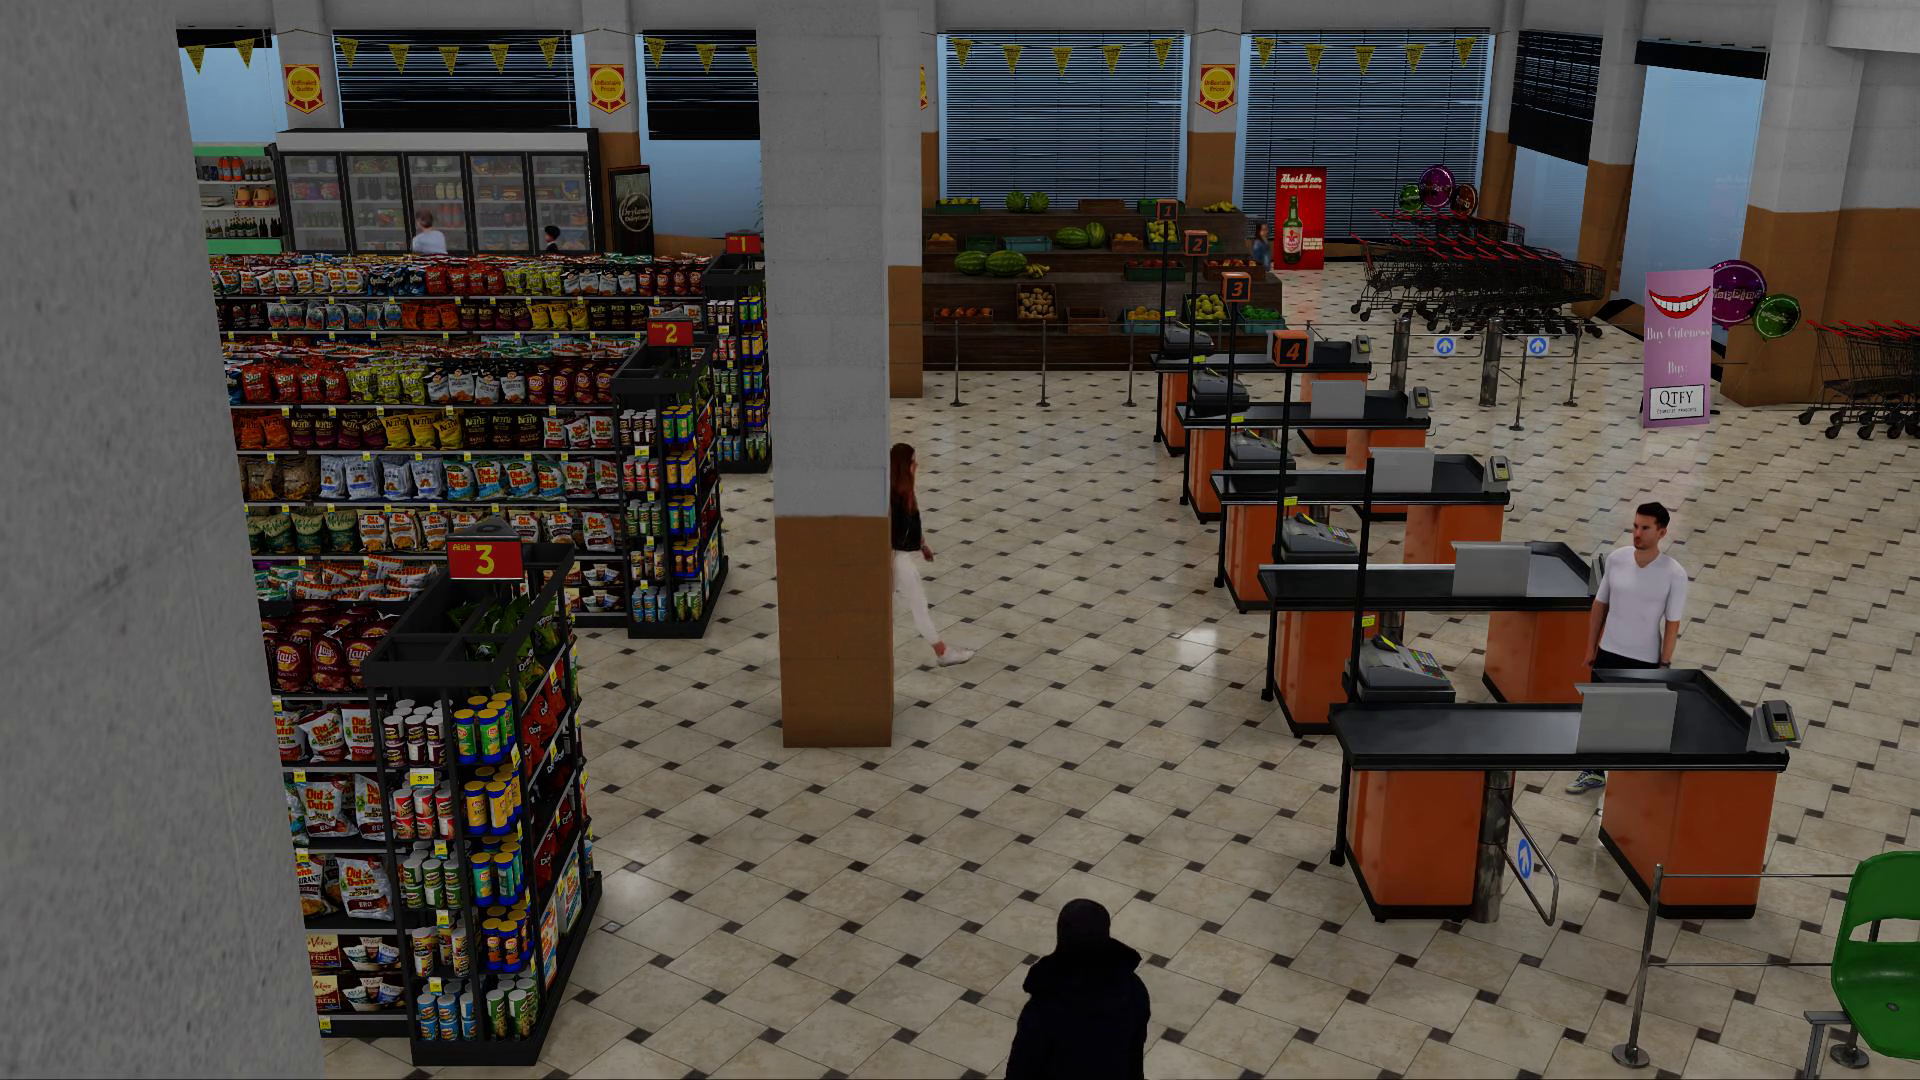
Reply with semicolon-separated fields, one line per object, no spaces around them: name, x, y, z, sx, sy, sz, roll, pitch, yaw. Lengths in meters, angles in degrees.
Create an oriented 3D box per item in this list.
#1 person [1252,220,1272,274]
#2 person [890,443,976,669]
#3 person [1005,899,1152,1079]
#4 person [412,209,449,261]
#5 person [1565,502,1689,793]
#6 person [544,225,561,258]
person;4.226;-3.812;23.671;0.984;1.456;0.875;12;22;32
person;-0.523;0.145;11.608;1.058;1.666;0.615;-1;19;-2
person;0.455;2.084;5.911;1.124;1.632;1.085;-12;22;-31
person;-6.777;-3.342;21.608;0.917;1.884;0.862;14;23;36
person;3.949;0.659;9.793;0.801;1.851;0.747;-17;25;-41
person;-6.017;-4.074;24.835;0.826;1.209;0.526;-1;19;-3
